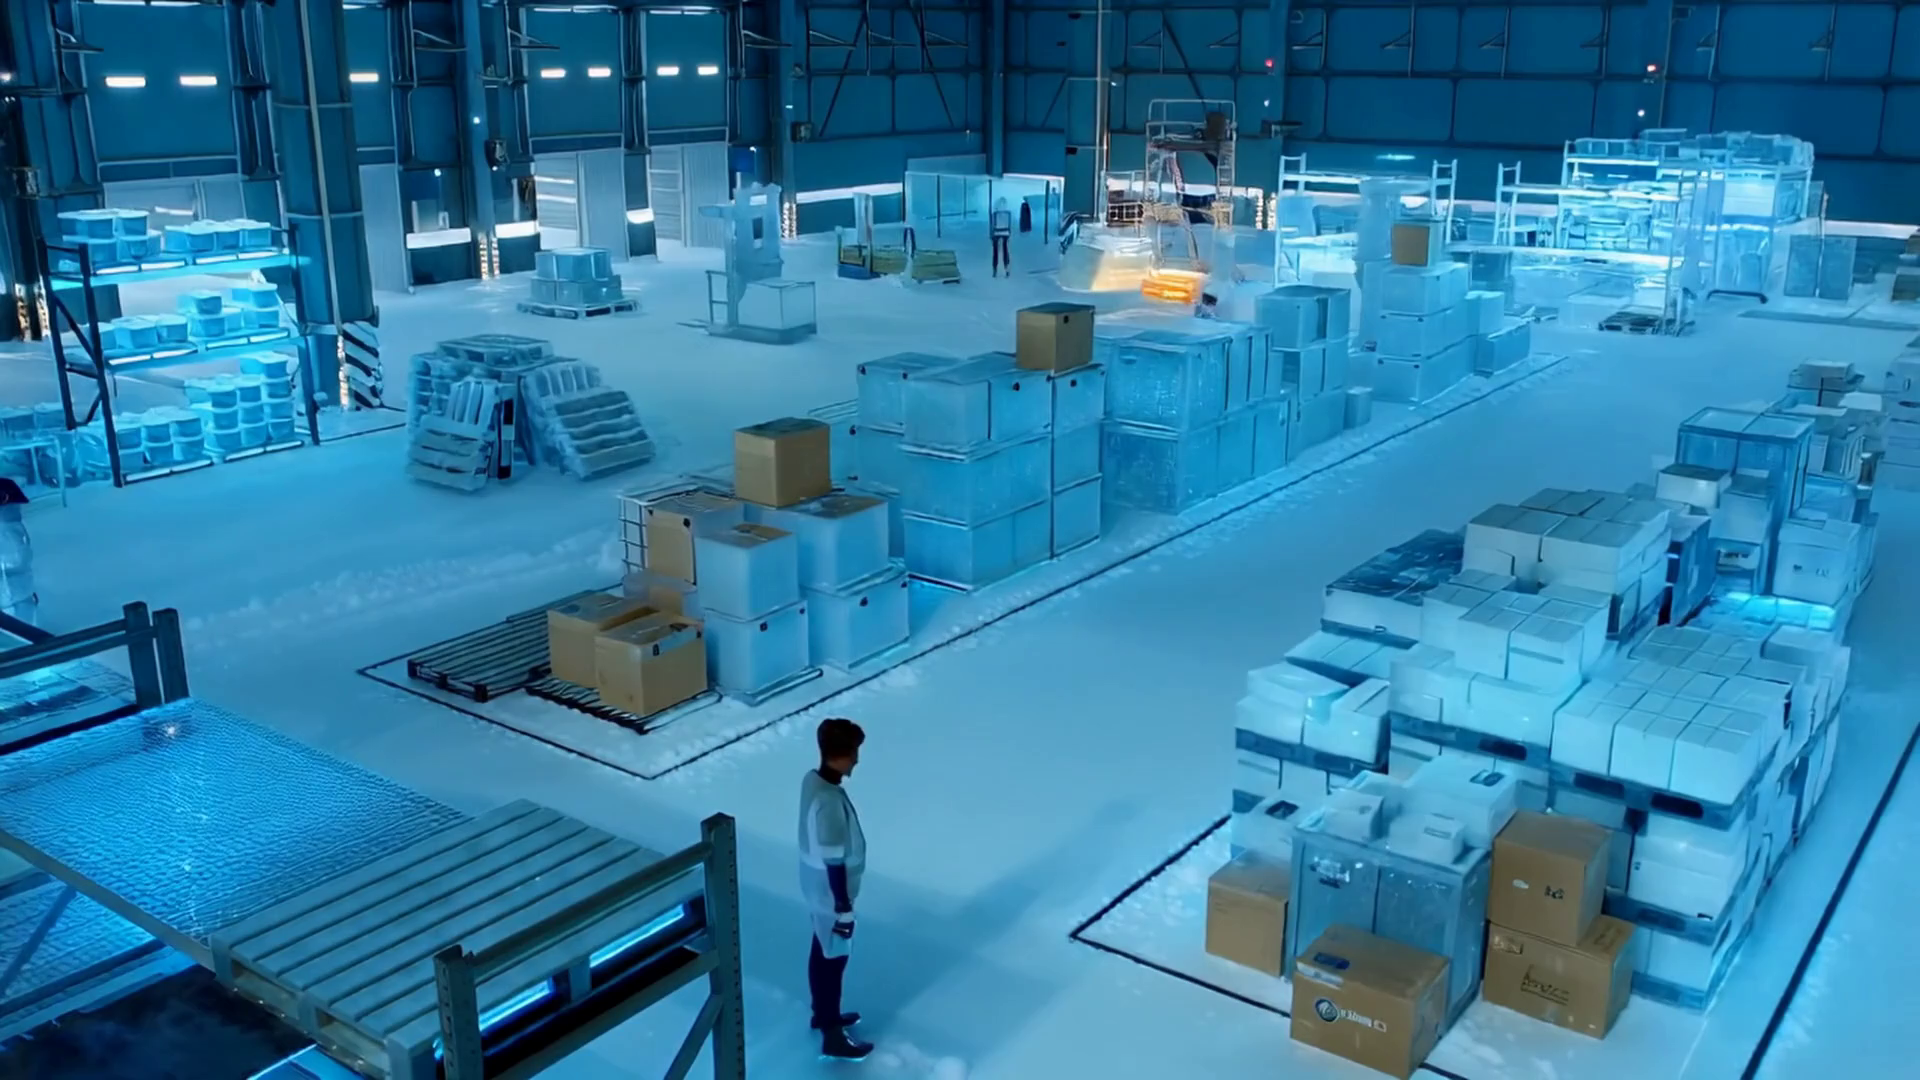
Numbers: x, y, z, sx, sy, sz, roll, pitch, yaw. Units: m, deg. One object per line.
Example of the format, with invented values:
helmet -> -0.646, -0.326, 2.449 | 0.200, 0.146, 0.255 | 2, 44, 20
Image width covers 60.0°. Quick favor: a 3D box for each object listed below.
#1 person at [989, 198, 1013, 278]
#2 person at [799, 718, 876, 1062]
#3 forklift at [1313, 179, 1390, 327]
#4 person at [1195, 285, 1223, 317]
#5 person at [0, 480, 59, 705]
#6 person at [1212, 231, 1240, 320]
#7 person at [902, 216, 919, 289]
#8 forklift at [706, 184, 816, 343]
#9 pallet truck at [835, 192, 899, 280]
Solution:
person -> 0.974, -7.002, 38.693 | 0.604, 1.869, 0.715 | -4, 17, -12
person -> -0.684, 1.891, 9.082 | 0.379, 1.959, 0.603 | -4, 17, -15
forklift -> 7.891, -5.534, 32.099 | 1.873, 2.768, 1.129 | 10, 19, 29
person -> 3.684, -2.929, 25.187 | 0.544, 1.892, 0.739 | -3, 17, -11
person -> -7.909, 0.426, 13.987 | 0.384, 1.924, 0.594 | -3, 17, -11
person -> 5.090, -5.001, 32.052 | 1.027, 1.892, 0.634 | 6, 18, 20
person -> -1.116, -6.409, 37.142 | 0.420, 1.608, 0.557 | -3, 17, -11
forklift -> -3.712, -5.181, 30.930 | 1.873, 2.768, 1.129 | 12, 21, 35
pallet truck -> -1.936, -7.159, 38.982 | 1.885, 1.965, 0.823 | -12, 21, -34
